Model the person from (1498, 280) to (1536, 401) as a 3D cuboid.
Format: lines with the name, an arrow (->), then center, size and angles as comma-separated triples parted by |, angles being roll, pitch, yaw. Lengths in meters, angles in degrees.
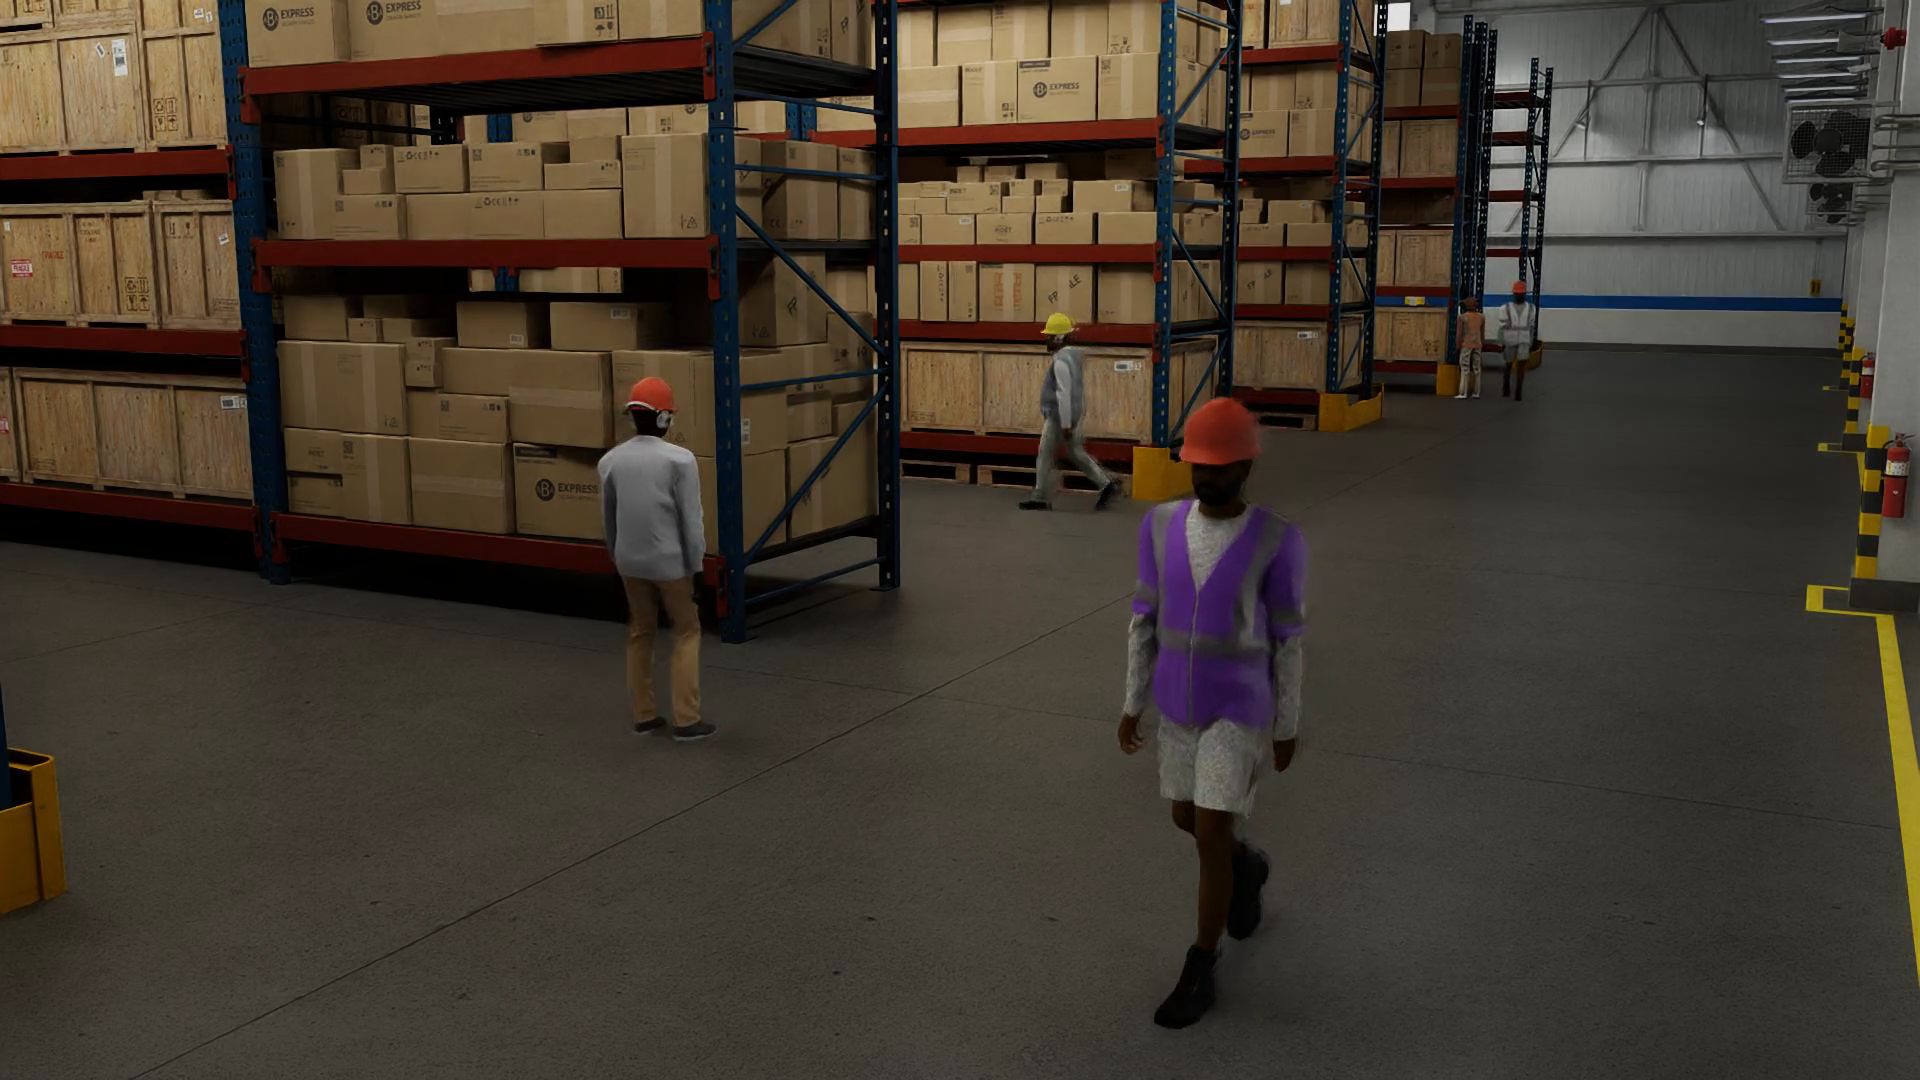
person -> 8.855, -3.183, 26.497 | 0.552, 1.917, 0.749 | 2, 10, 11

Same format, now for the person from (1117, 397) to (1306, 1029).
person -> 0.837, 0.486, 5.263 | 0.549, 1.910, 0.858 | 7, 12, 36

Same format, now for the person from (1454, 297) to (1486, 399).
person -> 8.137, -3.058, 26.551 | 0.514, 1.636, 0.314 | -3, 10, -15

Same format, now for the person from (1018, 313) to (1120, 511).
person -> 0.990, -1.138, 14.969 | 0.857, 1.805, 0.580 | 3, 10, 18

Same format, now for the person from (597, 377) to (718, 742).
person -> -1.451, 0.094, 7.973 | 0.590, 1.747, 0.345 | 5, 11, 26
